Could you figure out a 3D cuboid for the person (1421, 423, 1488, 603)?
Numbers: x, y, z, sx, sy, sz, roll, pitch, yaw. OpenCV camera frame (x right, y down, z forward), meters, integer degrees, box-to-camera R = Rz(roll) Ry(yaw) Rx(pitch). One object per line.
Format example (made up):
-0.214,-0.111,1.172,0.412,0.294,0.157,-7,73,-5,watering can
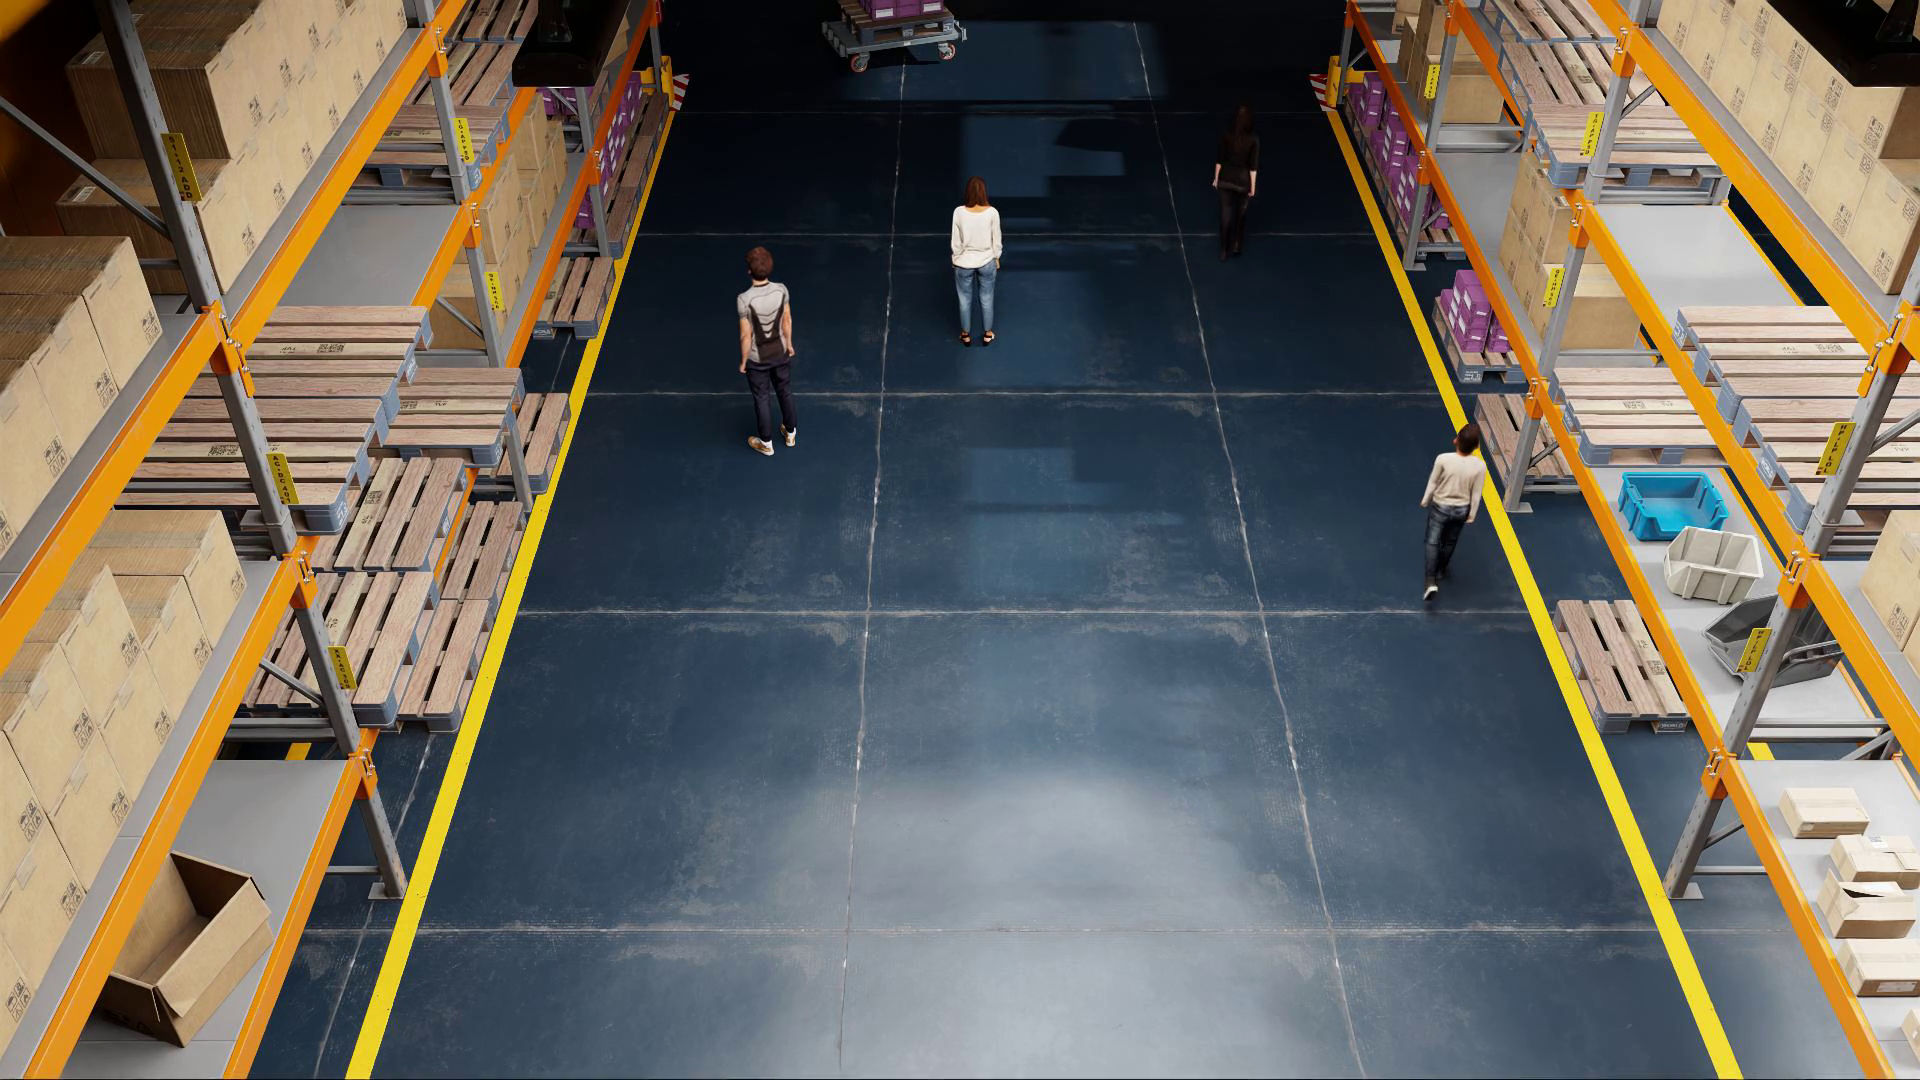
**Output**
3.659,-0.188,12.435,0.612,1.442,0.928,5,39,6,person

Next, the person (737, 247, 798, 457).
-1.602,-1.562,13.793,0.741,1.895,0.748,-22,44,-25,person

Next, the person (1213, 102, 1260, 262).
2.700,-3.493,16.423,0.598,1.630,0.582,6,39,7,person

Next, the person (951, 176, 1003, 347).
0.138,-2.537,15.186,0.615,1.682,0.519,1,39,1,person
